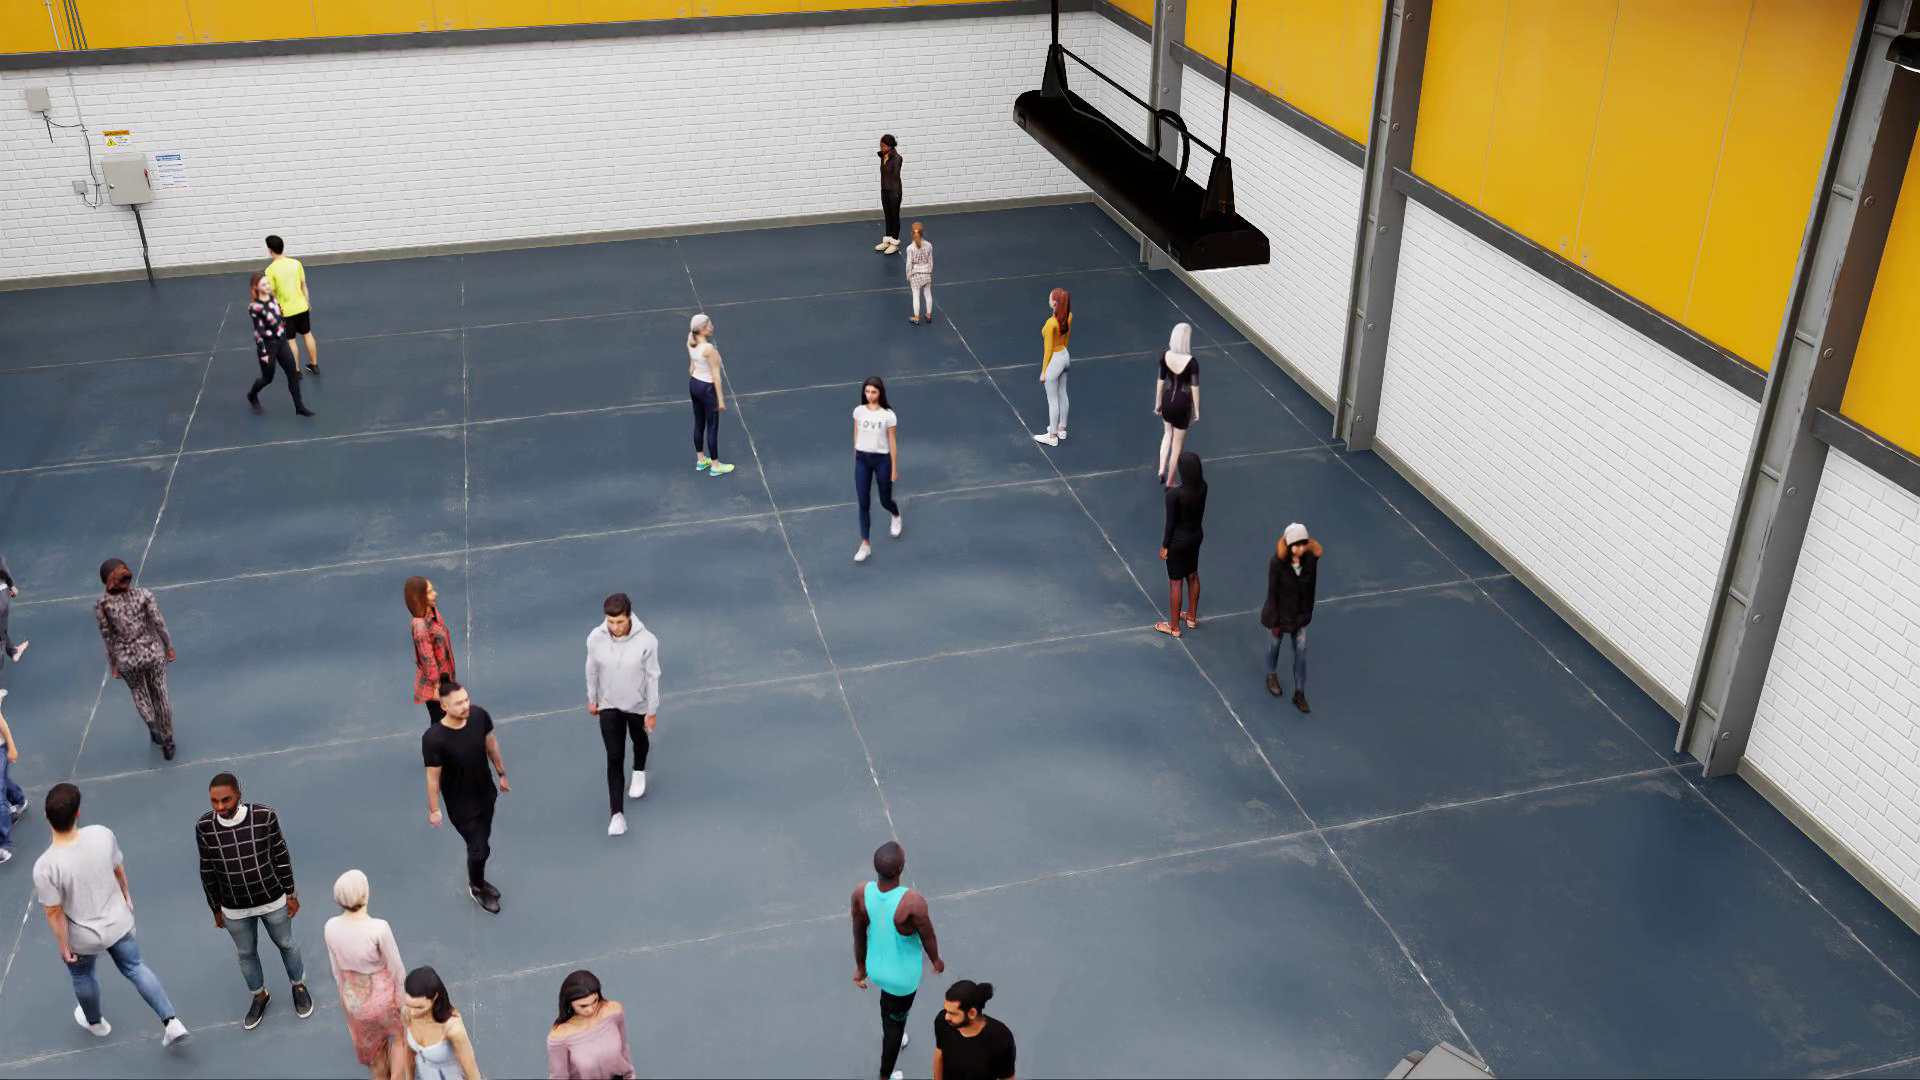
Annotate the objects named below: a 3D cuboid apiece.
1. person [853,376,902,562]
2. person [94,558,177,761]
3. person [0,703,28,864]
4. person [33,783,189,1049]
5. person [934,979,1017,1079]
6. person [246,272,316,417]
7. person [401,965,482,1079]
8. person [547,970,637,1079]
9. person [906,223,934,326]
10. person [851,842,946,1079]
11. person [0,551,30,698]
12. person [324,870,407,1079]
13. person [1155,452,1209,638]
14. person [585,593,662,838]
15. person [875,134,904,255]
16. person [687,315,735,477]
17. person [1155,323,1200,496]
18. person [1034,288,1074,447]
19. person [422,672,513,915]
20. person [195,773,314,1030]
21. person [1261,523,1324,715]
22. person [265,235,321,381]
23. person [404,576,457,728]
[{"bbox_3d":[-0.768,-0.713,15.576,0.960,1.756,1.110,10,30,17],"label":"person"},{"bbox_3d":[-6.210,0.944,12.595,0.669,1.702,0.701,-13,31,-22],"label":"person"},{"bbox_3d":[-6.924,1.460,11.842,0.684,1.516,1.099,-2,29,-4],"label":"person"},{"bbox_3d":[-5.090,2.315,9.923,1.236,1.855,1.127,17,33,29],"label":"person"},{"bbox_3d":[0.117,2.960,8.859,0.925,1.740,1.008,10,30,18],"label":"person"},{"bbox_3d":[-7.621,-2.127,18.272,1.019,1.657,1.055,10,30,18],"label":"person"},{"bbox_3d":[-2.695,2.907,9.016,1.077,1.684,1.120,17,33,28],"label":"person"},{"bbox_3d":[-1.935,2.968,8.772,0.692,1.810,0.672,-22,35,-34],"label":"person"},{"bbox_3d":[-0.495,-3.348,20.873,0.551,1.311,0.537,-11,31,-20],"label":"person"},{"bbox_3d":[-0.431,2.544,9.569,0.849,1.792,0.917,14,32,24],"label":"person"},{"bbox_3d":[-7.915,0.492,13.442,0.795,1.684,1.181,-1,29,-2],"label":"person"},{"bbox_3d":[-3.370,2.657,9.479,0.724,1.678,0.763,4,29,7],"label":"person"},{"bbox_3d":[1.917,0.019,14.269,0.682,1.722,0.659,-22,35,-34],"label":"person"},{"bbox_3d":[-2.415,1.126,12.084,0.827,1.872,1.231,-3,29,-5],"label":"person"},{"bbox_3d":[-0.953,-4.877,23.310,0.740,1.660,0.674,0,29,0],"label":"person"},{"bbox_3d":[-2.623,-1.495,17.064,0.637,1.703,0.745,25,37,38],"label":"person"},{"bbox_3d":[2.106,-1.265,16.523,0.720,1.819,0.786,18,33,29],"label":"person"},{"bbox_3d":[1.031,-1.853,17.672,0.733,1.751,0.685,20,34,32],"label":"person"},{"bbox_3d":[-3.354,1.656,11.135,0.890,1.850,0.839,17,33,28],"label":"person"},{"bbox_3d":[-4.338,2.174,10.216,0.661,1.821,0.547,-8,30,-15],"label":"person"},{"bbox_3d":[2.606,0.542,13.424,0.648,1.614,0.845,-5,29,-9],"label":"person"},{"bbox_3d":[-7.756,-2.707,19.284,0.712,1.706,0.711,25,37,37],"label":"person"},{"bbox_3d":[-3.927,1.023,12.451,0.687,1.702,0.511,-4,29,-8],"label":"person"}]
